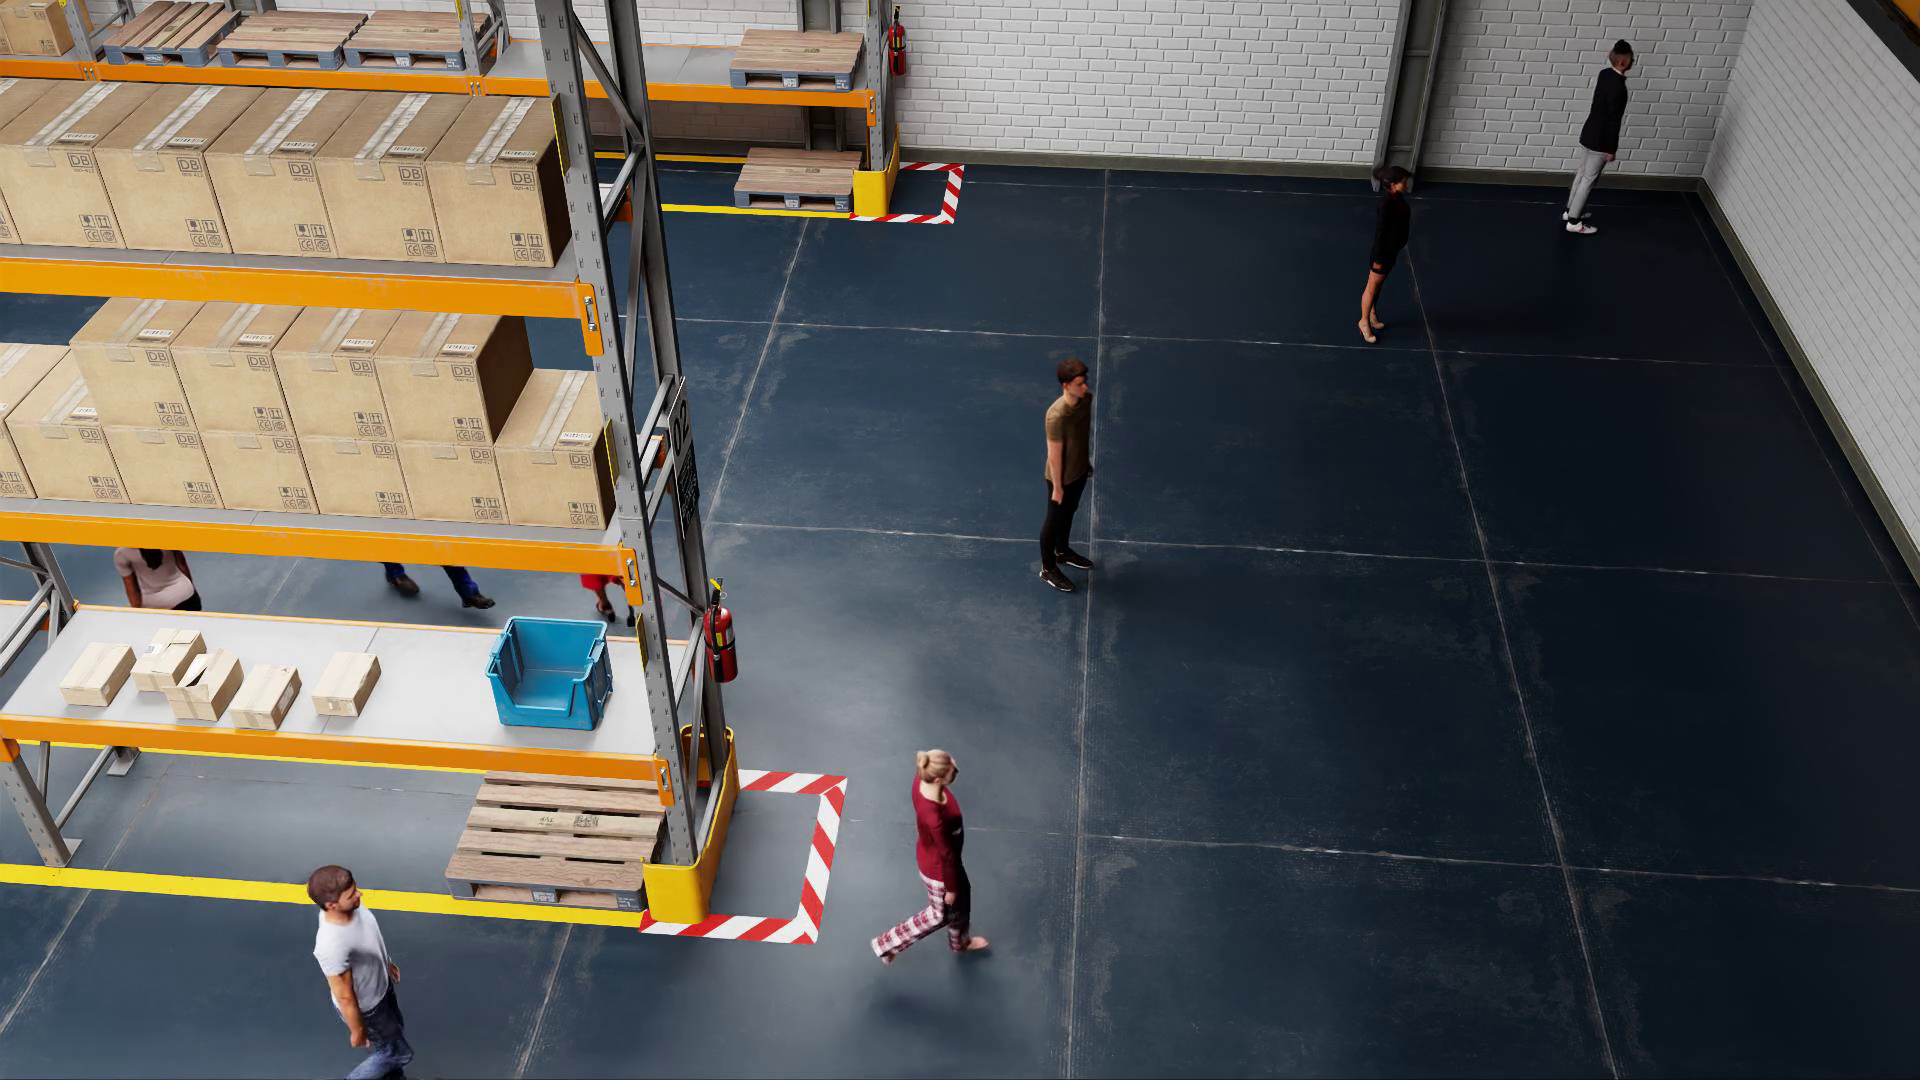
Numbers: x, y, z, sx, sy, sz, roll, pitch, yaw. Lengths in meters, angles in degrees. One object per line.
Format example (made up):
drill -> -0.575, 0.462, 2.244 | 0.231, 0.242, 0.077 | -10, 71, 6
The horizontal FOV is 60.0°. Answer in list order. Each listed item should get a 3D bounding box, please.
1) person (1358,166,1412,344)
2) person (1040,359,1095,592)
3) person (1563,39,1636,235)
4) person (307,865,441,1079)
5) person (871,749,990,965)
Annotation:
person -> 3.745, -2.532, 14.686 | 0.733, 1.639, 0.670 | 18, 42, 21
person -> 0.769, -0.501, 11.972 | 0.730, 1.851, 0.746 | 21, 43, 24
person -> 6.240, -3.967, 16.233 | 0.576, 1.951, 0.715 | 1, 39, 1
person -> -3.106, 2.320, 8.438 | 0.889, 1.854, 0.765 | -8, 39, -10
person -> -0.188, 1.792, 9.240 | 1.006, 1.678, 0.790 | -8, 39, -10
